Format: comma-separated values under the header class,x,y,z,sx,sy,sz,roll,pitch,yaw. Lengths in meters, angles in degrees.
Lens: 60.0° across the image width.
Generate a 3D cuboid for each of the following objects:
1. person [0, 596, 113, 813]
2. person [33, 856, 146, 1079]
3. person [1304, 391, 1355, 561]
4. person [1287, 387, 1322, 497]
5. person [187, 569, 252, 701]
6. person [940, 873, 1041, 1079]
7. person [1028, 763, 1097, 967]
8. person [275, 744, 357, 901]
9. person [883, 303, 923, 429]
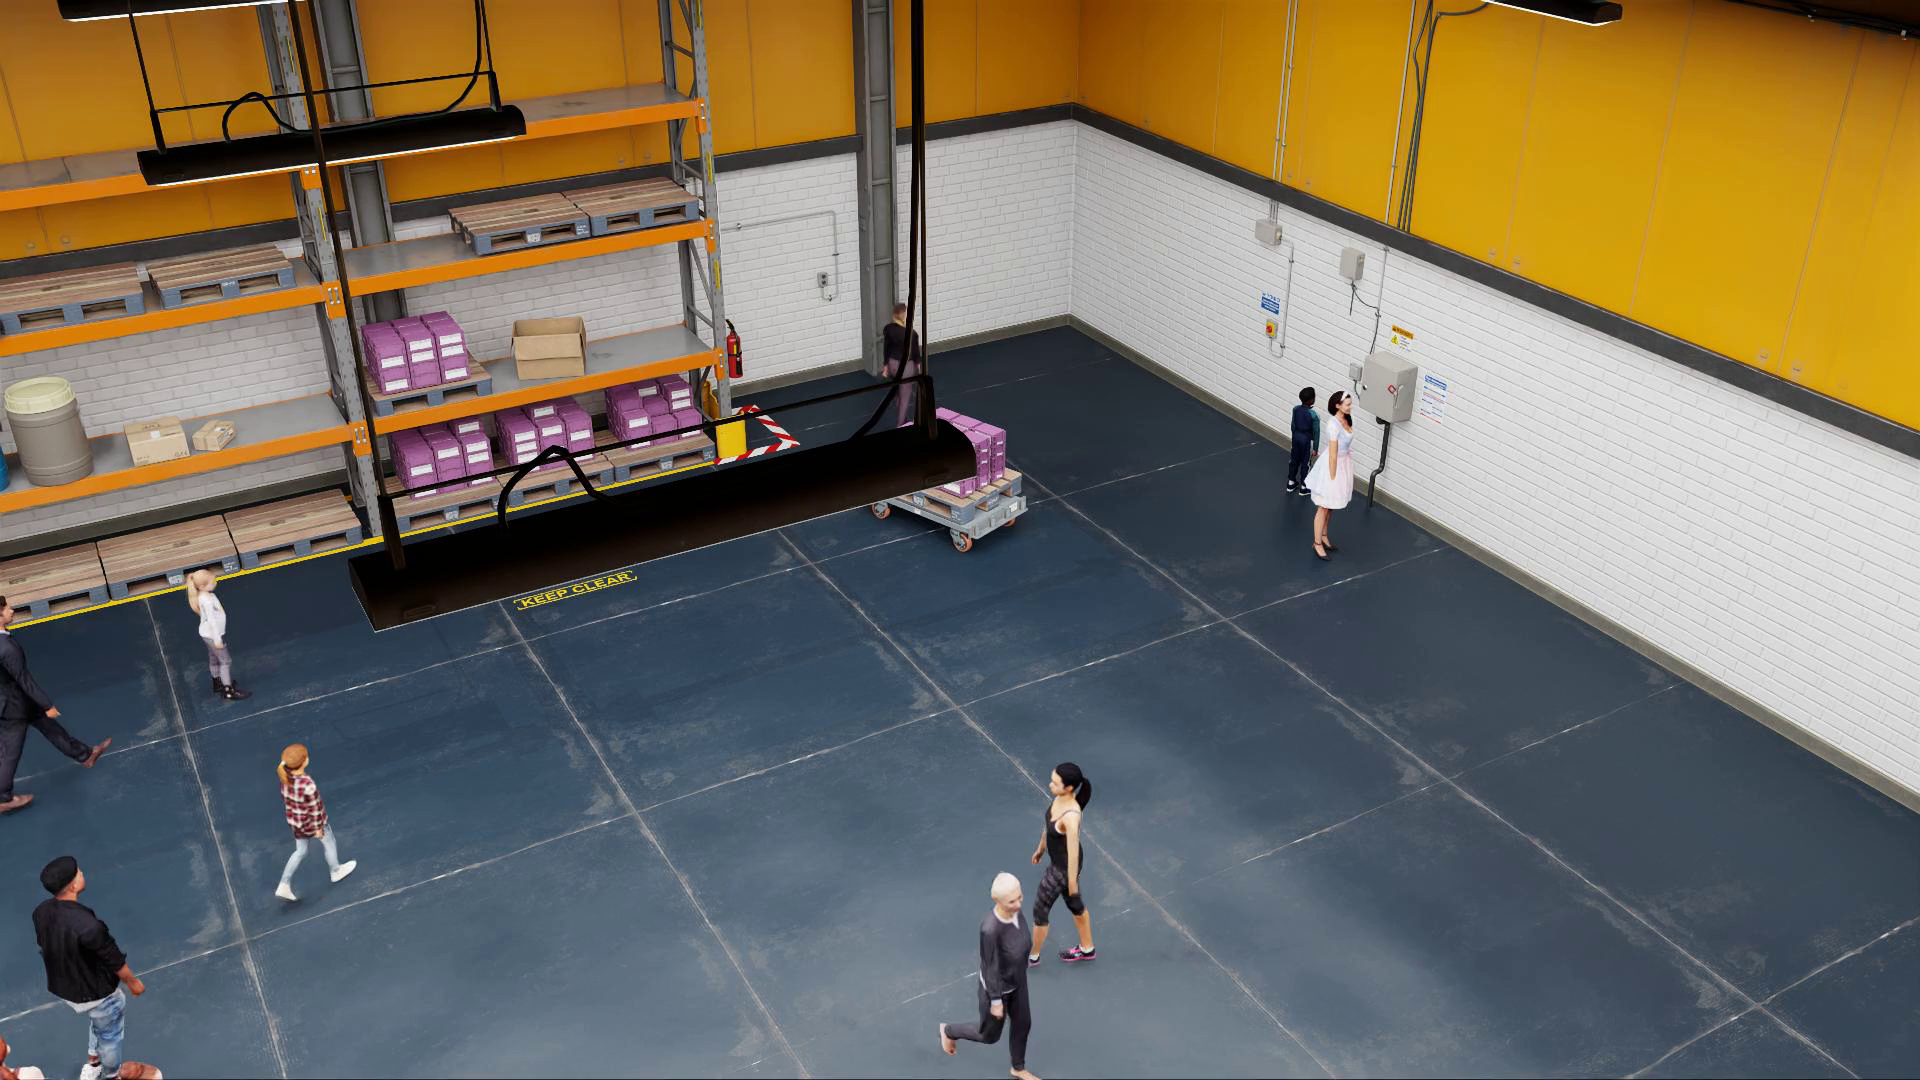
class,x,y,z,sx,sy,sz,roll,pitch,yaw
person,-7.538,1.340,13.148,0.939,1.807,1.322,24,36,36
person,-5.559,2.828,10.437,0.813,1.792,0.821,17,33,28
person,3.769,-0.671,16.823,0.909,1.818,0.837,14,31,23
person,3.759,-1.097,18.191,0.531,1.256,0.540,-25,37,-38
person,-6.593,0.826,14.645,0.502,1.275,0.508,-19,34,-30
person,0.197,2.779,10.620,0.941,1.702,0.997,16,32,27
person,0.824,2.261,11.565,0.983,1.707,0.819,-1,29,-1
person,-4.882,2.102,12.293,0.792,1.288,0.959,15,32,26
person,-0.721,-1.913,19.271,0.793,1.656,0.871,14,32,24
